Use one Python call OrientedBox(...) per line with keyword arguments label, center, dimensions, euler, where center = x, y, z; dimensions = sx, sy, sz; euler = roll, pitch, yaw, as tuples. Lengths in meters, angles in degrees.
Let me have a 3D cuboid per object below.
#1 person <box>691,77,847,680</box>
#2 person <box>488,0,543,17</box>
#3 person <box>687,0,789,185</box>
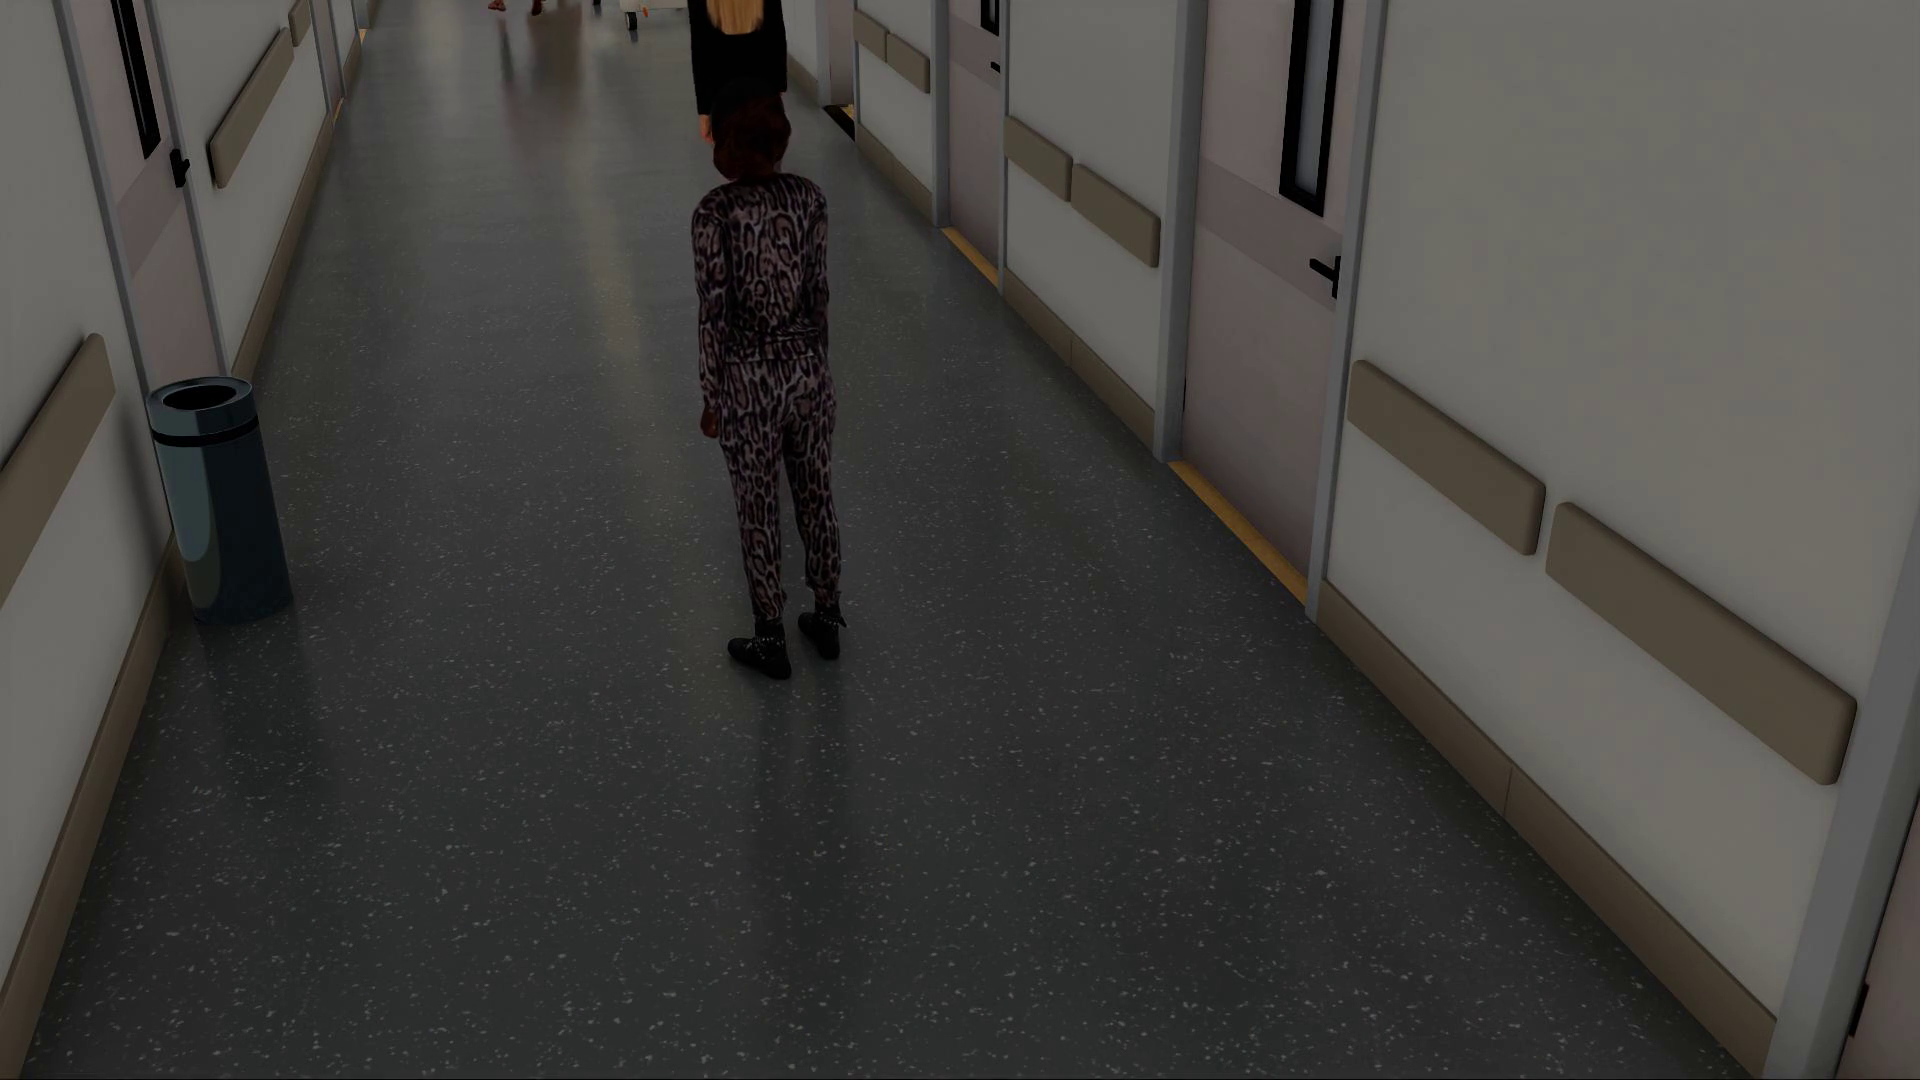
OrientedBox(label="person", center=(-0.522, -0.418, 4.632), dimensions=(0.571, 1.715, 0.695), euler=(-17, 30, -31))
OrientedBox(label="person", center=(-4.355, -5.971, 16.064), dimensions=(1.200, 1.787, 1.011), euler=(-19, 32, -34))
OrientedBox(label="person", center=(-0.940, -1.859, 7.521), dimensions=(1.132, 1.802, 0.692), euler=(-5, 26, -11))
